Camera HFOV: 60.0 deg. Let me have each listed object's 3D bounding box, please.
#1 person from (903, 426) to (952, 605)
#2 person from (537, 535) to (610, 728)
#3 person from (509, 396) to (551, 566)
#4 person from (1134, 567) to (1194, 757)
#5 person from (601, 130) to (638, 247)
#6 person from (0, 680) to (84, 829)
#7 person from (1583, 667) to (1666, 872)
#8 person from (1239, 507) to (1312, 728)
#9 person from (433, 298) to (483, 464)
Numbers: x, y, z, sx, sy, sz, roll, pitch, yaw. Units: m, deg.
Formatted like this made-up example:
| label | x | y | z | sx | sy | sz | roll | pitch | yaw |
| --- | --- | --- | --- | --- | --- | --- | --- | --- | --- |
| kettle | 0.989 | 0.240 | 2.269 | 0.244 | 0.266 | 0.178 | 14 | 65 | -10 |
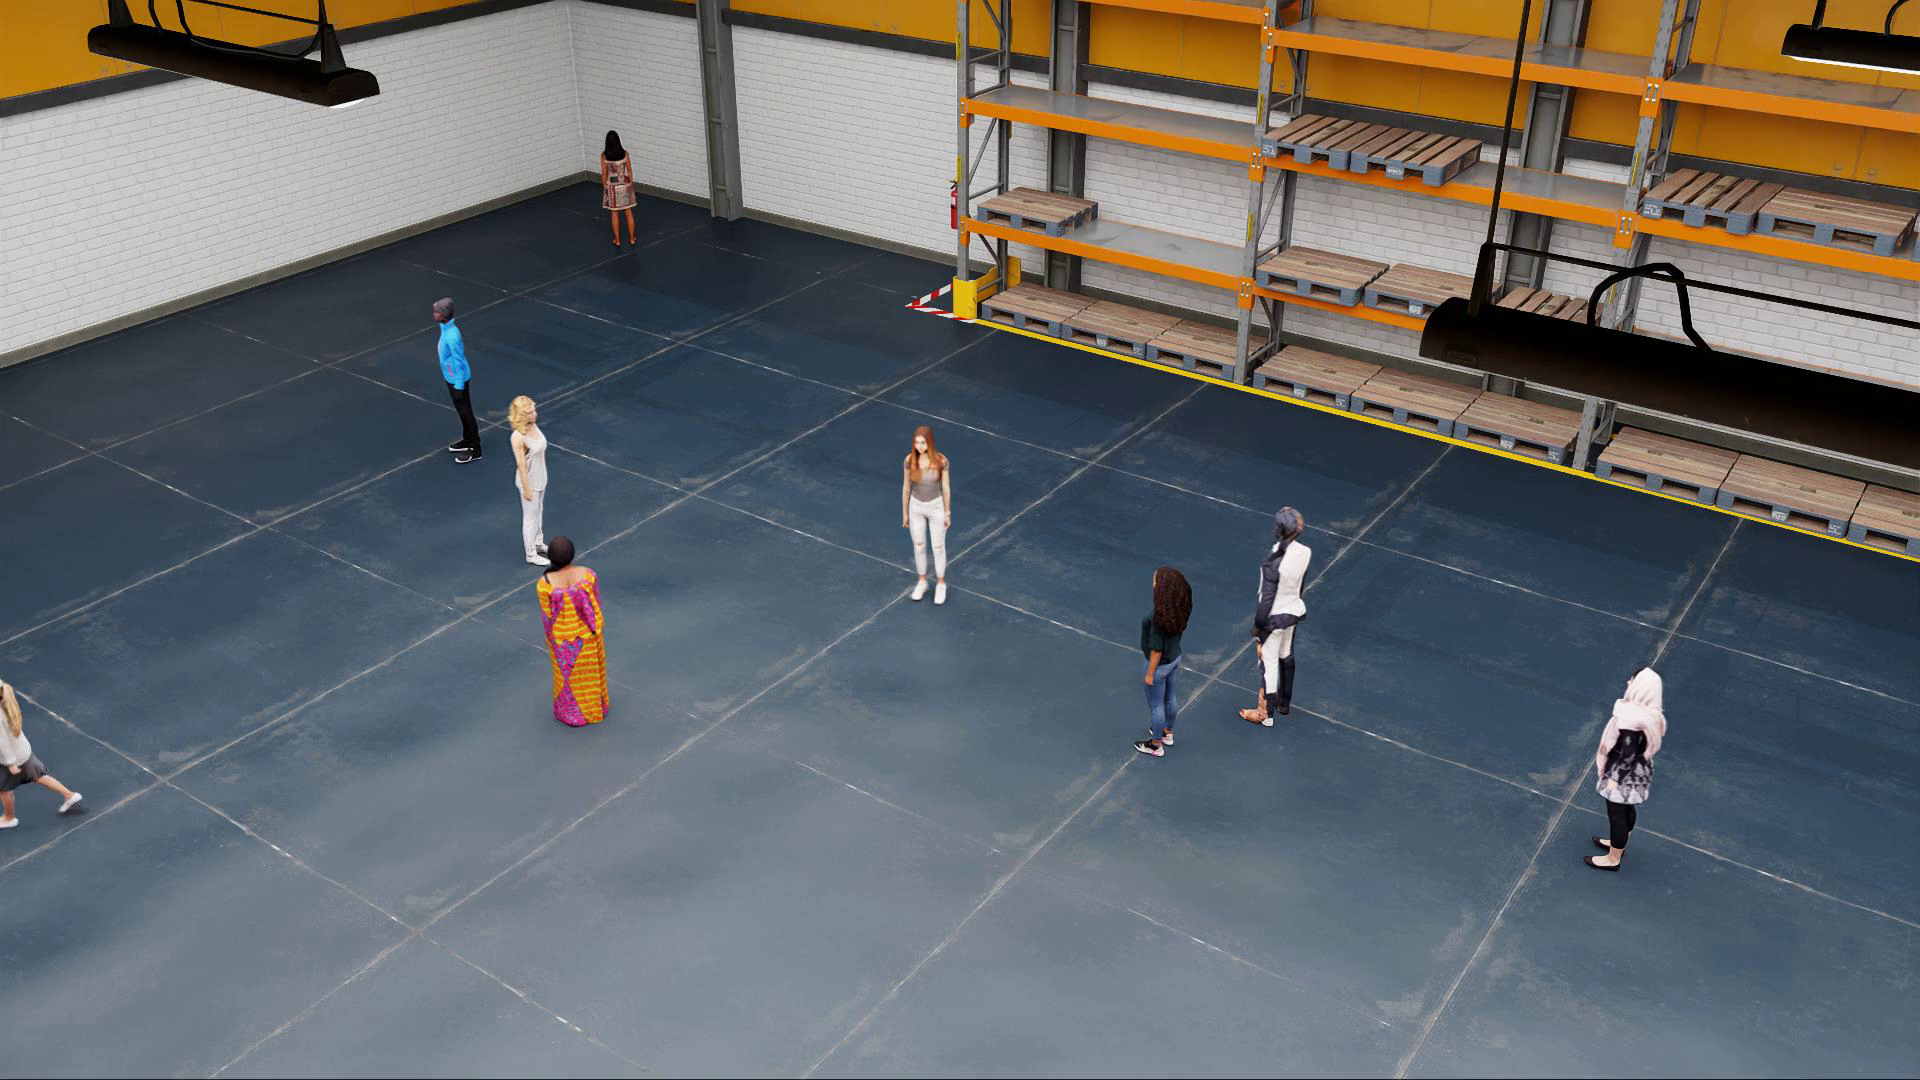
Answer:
| label | x | y | z | sx | sy | sz | roll | pitch | yaw |
| --- | --- | --- | --- | --- | --- | --- | --- | --- | --- |
| person | -0.288 | -0.253 | 14.966 | 0.605 | 1.716 | 0.730 | 5 | 29 | 8 |
| person | -3.100 | 0.687 | 13.273 | 0.765 | 1.686 | 0.803 | -13 | 31 | -23 |
| person | -4.028 | -0.581 | 15.615 | 0.694 | 1.670 | 0.689 | 3 | 29 | 6 |
| person | 1.570 | 0.933 | 12.894 | 0.590 | 1.616 | 0.597 | 20 | 34 | 32 |
| person | -4.904 | -5.055 | 23.842 | 0.726 | 1.645 | 0.746 | -9 | 30 | -16 |
| person | -6.856 | 1.544 | 12.149 | 0.918 | 1.258 | 0.875 | -6 | 29 | -10 |
| person | 4.677 | 1.598 | 11.654 | 0.590 | 1.636 | 0.610 | 18 | 33 | 29 |
| person | 2.533 | 0.604 | 13.208 | 0.731 | 1.893 | 0.669 | -23 | 36 | -36 |
| person | -5.290 | -1.698 | 17.534 | 0.752 | 1.793 | 0.635 | -13 | 31 | -23 |
